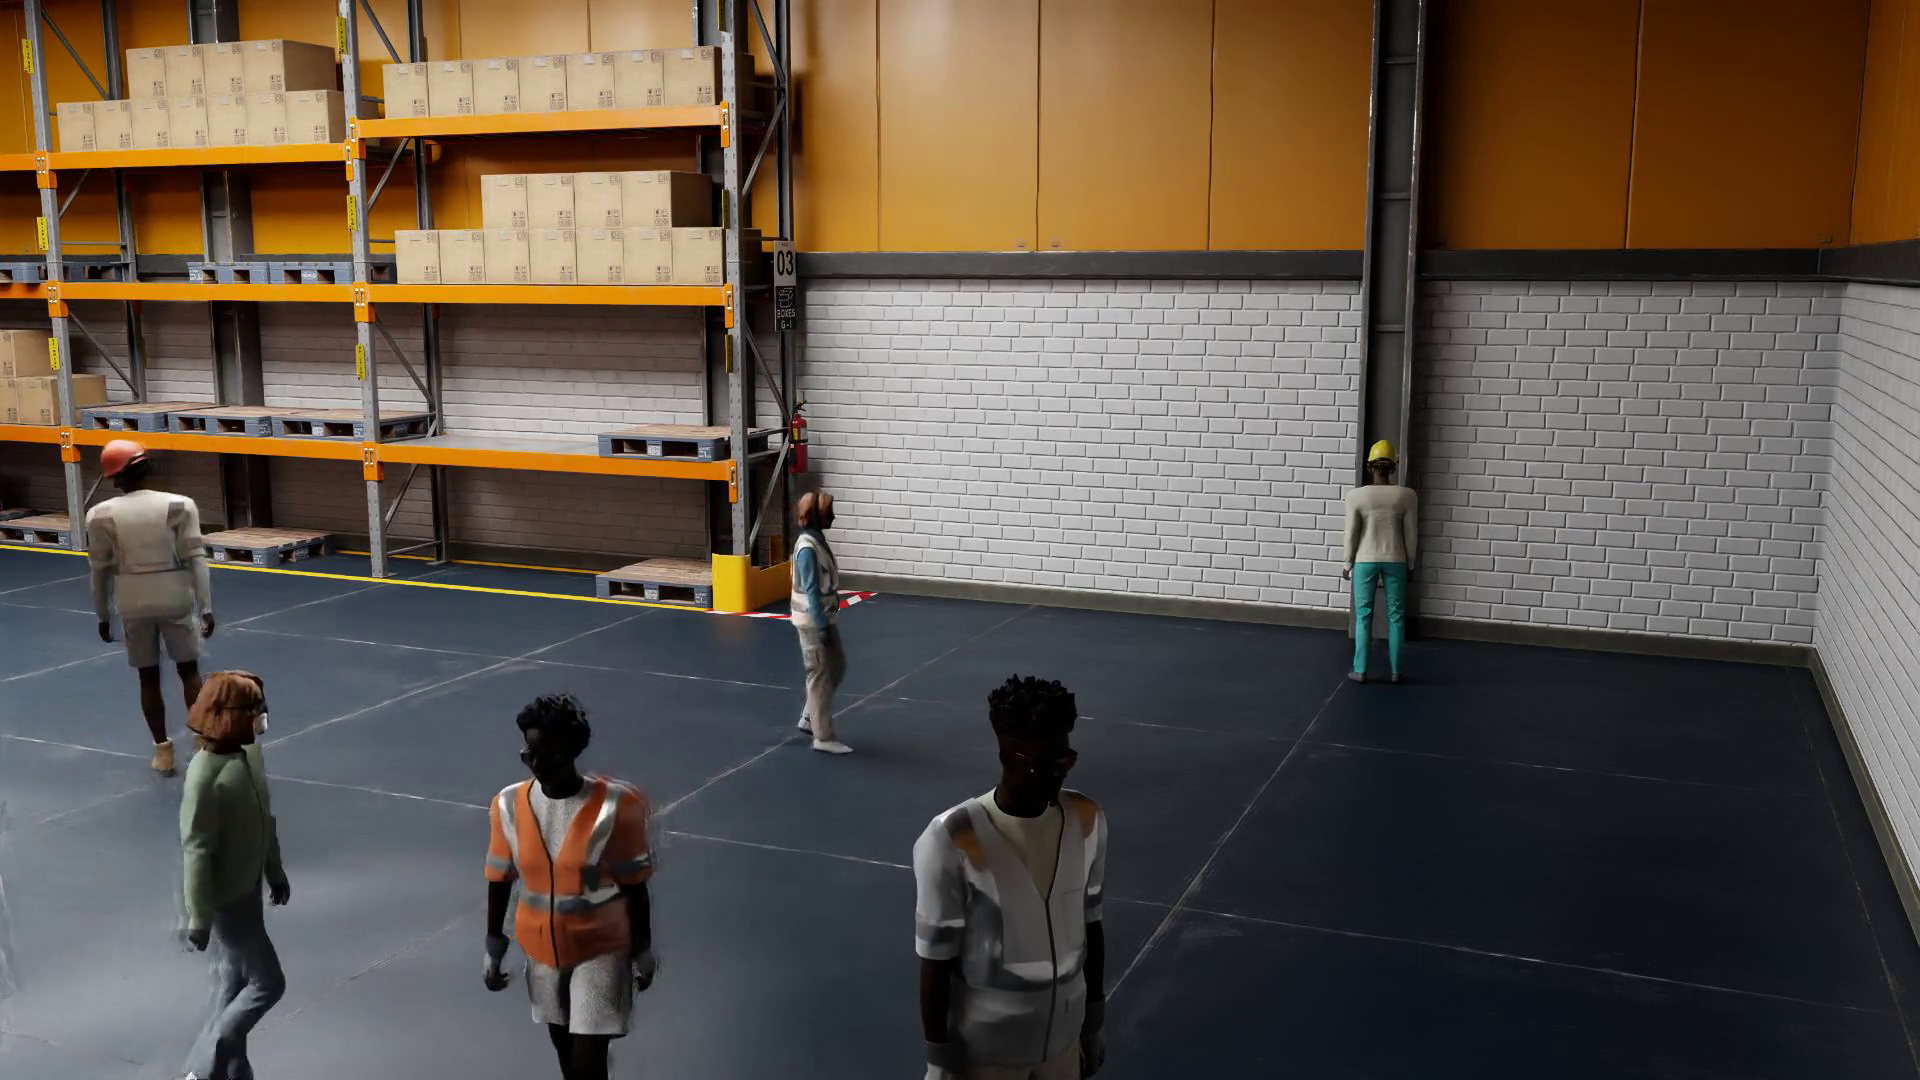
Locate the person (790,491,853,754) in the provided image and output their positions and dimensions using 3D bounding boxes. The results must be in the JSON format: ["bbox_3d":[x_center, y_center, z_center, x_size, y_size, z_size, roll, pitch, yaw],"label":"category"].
[{"bbox_3d":[-0.863,0.513,10.264,0.370,1.637,0.535,1,9,7],"label":"person"}]

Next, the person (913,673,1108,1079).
[{"bbox_3d":[0.153,1.310,4.473,0.607,1.959,0.375,-6,11,-31],"label":"person"}]

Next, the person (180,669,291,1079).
[{"bbox_3d":[-2.522,1.247,5.842,0.355,1.622,0.499,-1,9,-7],"label":"person"}]

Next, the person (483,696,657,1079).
[{"bbox_3d":[-1.264,1.319,5.255,0.550,1.669,0.686,2,10,13],"label":"person"}]

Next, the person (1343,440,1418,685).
[{"bbox_3d":[3.016,0.165,11.967,0.524,1.769,0.316,1,9,5],"label":"person"}]

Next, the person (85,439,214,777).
[{"bbox_3d":[-4.798,0.395,9.879,0.648,1.994,0.534,-4,10,-23],"label":"person"}]
